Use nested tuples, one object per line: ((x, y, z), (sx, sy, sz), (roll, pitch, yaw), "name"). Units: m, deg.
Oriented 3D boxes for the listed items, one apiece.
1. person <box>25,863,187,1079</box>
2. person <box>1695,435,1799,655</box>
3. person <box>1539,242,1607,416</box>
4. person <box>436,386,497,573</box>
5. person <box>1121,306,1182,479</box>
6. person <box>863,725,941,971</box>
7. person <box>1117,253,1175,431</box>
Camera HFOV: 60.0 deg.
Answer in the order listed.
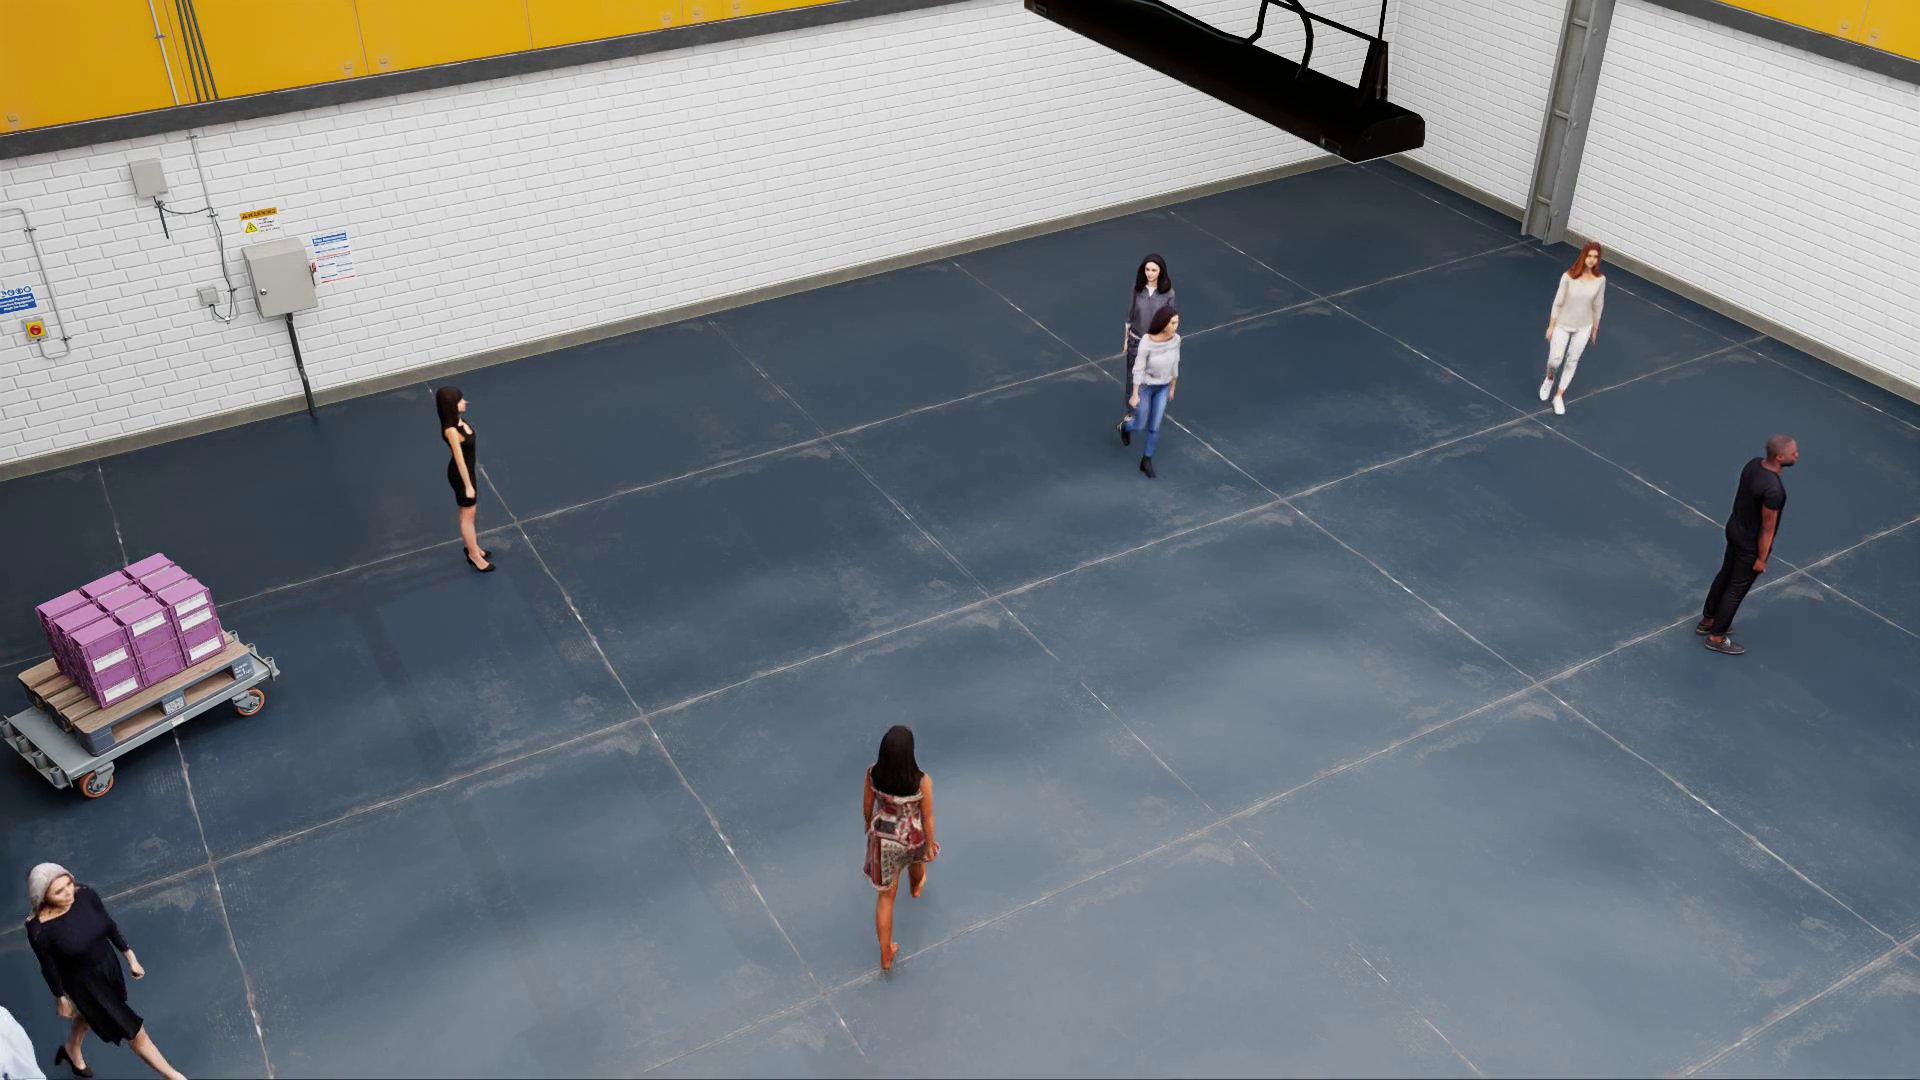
((-4.738, 2.388, 8.975), (1.163, 1.693, 1.094), (9, 35, 14), "person")
((5.891, 0.010, 12.439), (0.801, 1.818, 0.690), (2, 34, 4), "person")
((5.739, -2.035, 15.624), (0.779, 1.700, 0.839), (5, 34, 8), "person")
((-3.994, -0.500, 13.359), (0.668, 1.650, 0.500), (-9, 35, -13), "person")
((1.646, -1.344, 14.667), (0.690, 1.608, 0.851), (-13, 36, -19), "person")
((-0.391, 1.835, 9.895), (1.054, 1.597, 1.172), (6, 34, 9), "person")
((1.721, -1.807, 15.222), (0.654, 1.765, 0.720), (10, 35, 14), "person")
